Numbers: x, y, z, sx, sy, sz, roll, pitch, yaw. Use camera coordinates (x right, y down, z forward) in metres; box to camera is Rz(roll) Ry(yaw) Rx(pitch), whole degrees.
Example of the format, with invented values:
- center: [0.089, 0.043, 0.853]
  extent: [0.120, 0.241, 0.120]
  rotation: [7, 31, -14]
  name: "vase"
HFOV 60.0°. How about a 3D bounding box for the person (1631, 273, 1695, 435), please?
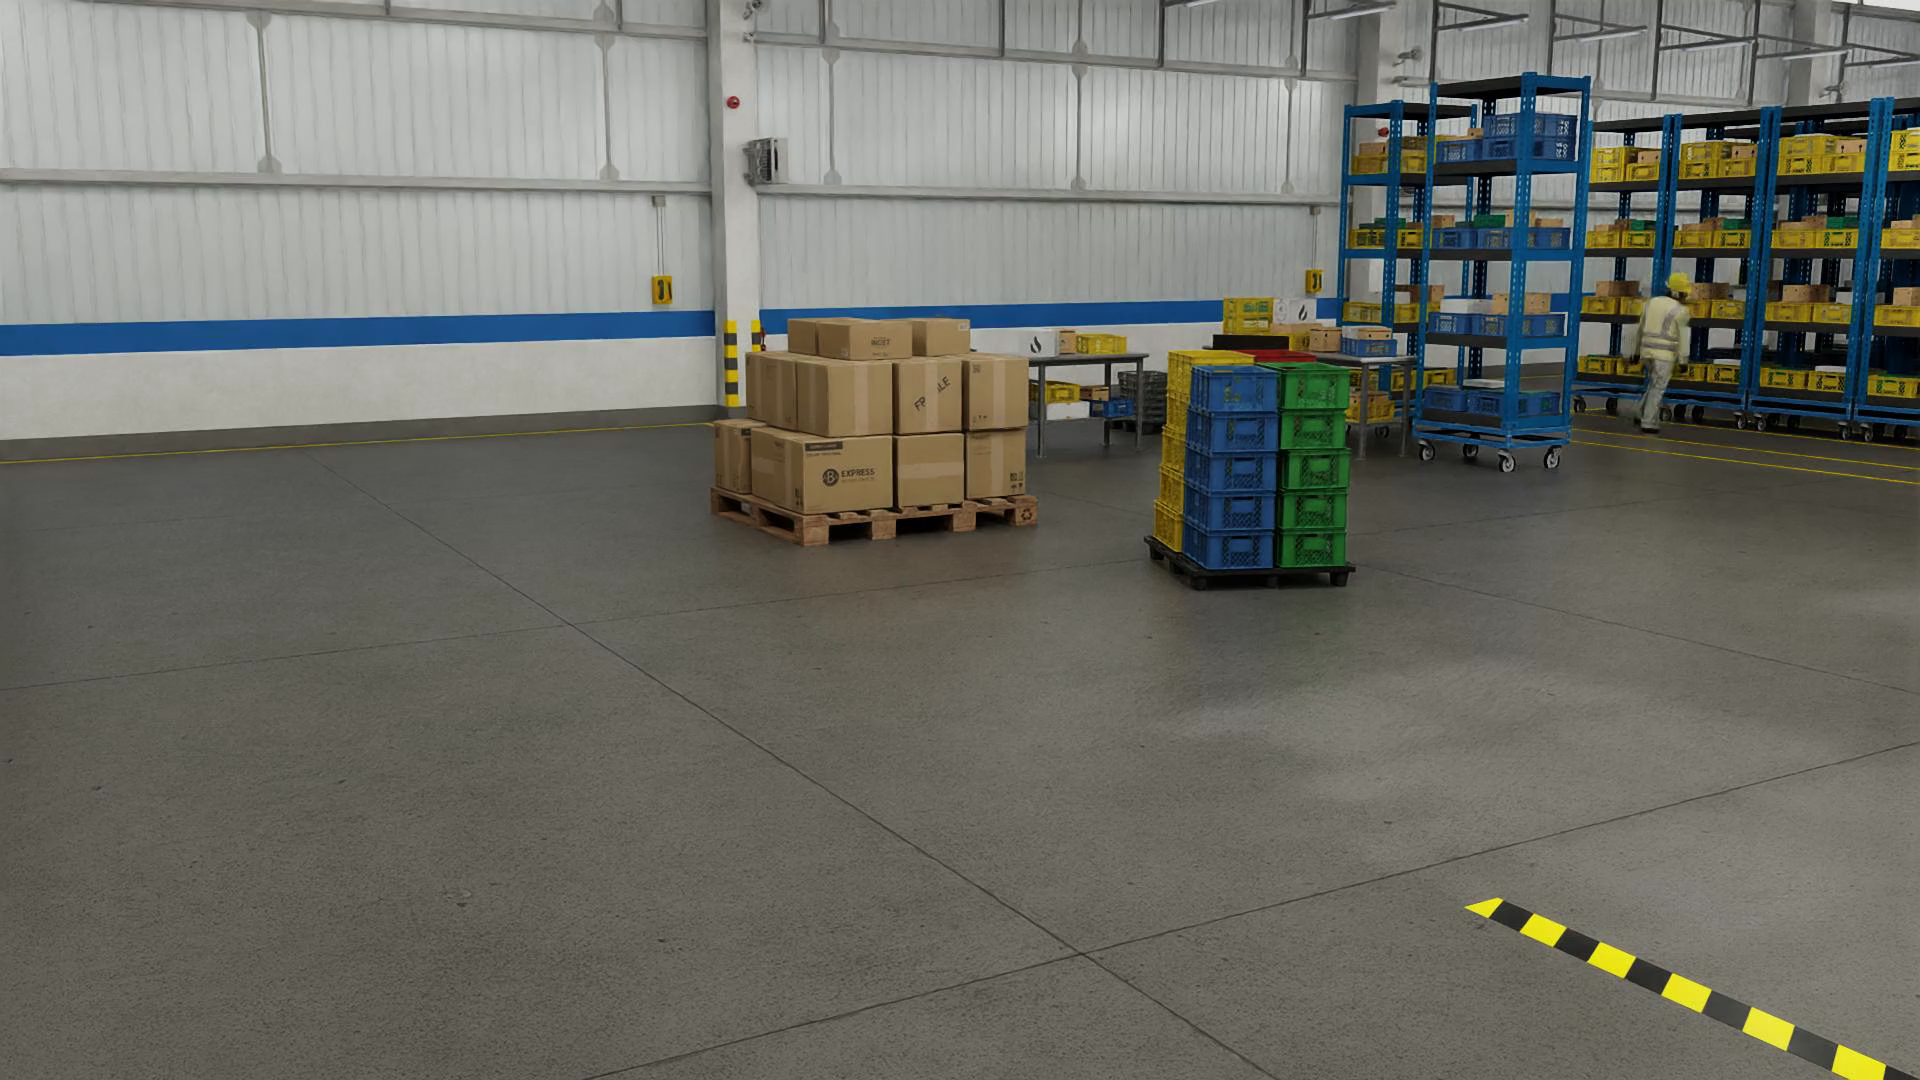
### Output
- center: [7.719, -2.029, 18.292]
  extent: [0.438, 1.784, 0.675]
  rotation: [-4, 11, -20]
  name: "person"
